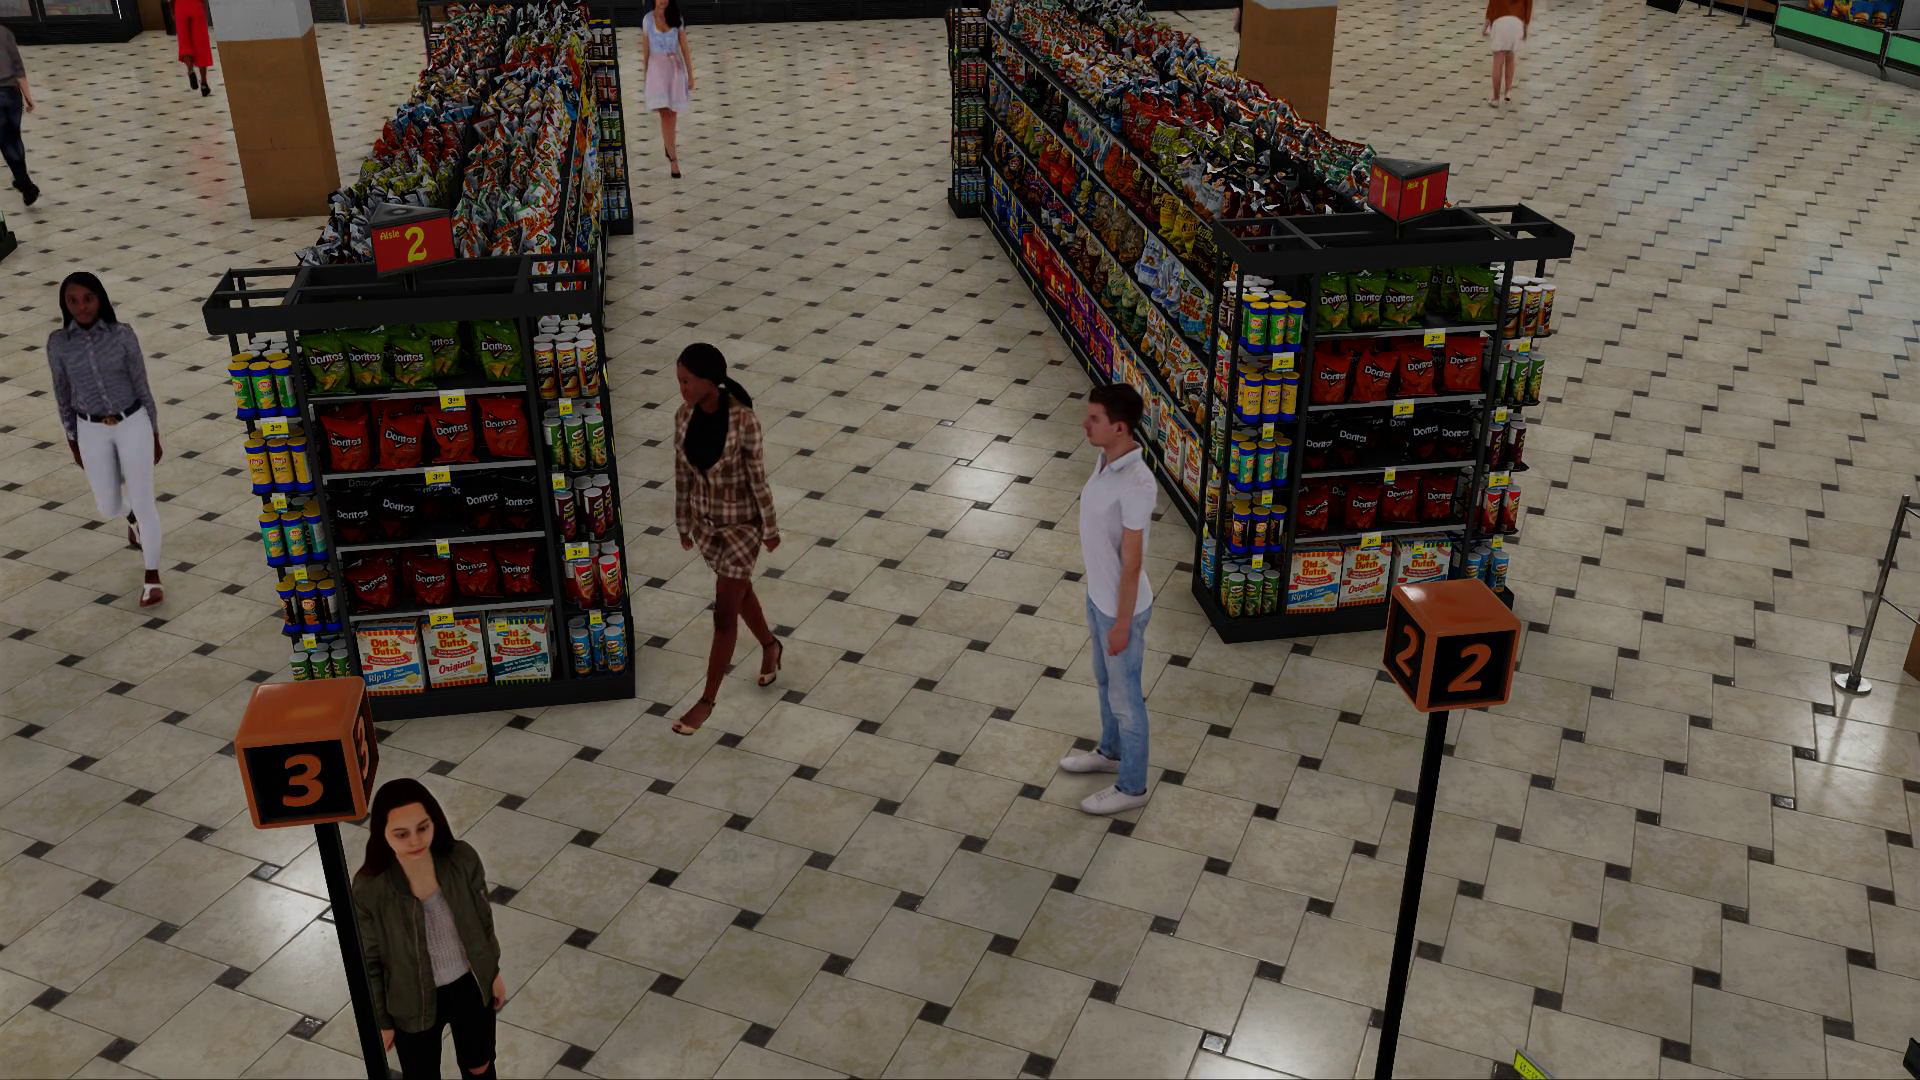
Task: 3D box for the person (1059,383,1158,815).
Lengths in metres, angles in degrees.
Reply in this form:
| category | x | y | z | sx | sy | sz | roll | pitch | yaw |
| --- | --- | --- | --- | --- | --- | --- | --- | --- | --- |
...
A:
| category | x | y | z | sx | sy | sz | roll | pitch | yaw |
| --- | --- | --- | --- | --- | --- | --- | --- | --- | --- |
| person | 0.646 | 0.237 | 6.730 | 0.691 | 1.851 | 0.456 | -5 | 27 | -9 |

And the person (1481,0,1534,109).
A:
| category | x | y | z | sx | sy | sz | roll | pitch | yaw |
| --- | --- | --- | --- | --- | --- | --- | --- | --- | --- |
| person | 6.149 | -5.713 | 18.626 | 0.679 | 1.704 | 0.664 | 0 | 27 | 0 |

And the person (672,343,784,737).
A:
| category | x | y | z | sx | sy | sz | roll | pitch | yaw |
| --- | --- | --- | --- | --- | --- | --- | --- | --- | --- |
| person | -0.995 | -0.042 | 7.408 | 1.012 | 1.736 | 1.168 | 12 | 29 | 22 |

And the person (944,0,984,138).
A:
| category | x | y | z | sx | sy | sz | roll | pitch | yaw |
| --- | --- | --- | --- | --- | --- | --- | --- | --- | --- |
| person | 0.087 | -4.912 | 16.894 | 0.799 | 1.841 | 0.750 | 20 | 33 | 34 |

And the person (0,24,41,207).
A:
| category | x | y | z | sx | sy | sz | roll | pitch | yaw |
| --- | --- | --- | --- | --- | --- | --- | --- | --- | --- |
| person | -8.613 | -3.949 | 14.957 | 1.120 | 1.877 | 1.314 | -24 | 35 | -39 |

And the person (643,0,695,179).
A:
| category | x | y | z | sx | sy | sz | roll | pitch | yaw |
| --- | --- | --- | --- | --- | --- | --- | --- | --- | --- |
| person | -2.833 | -4.428 | 16.028 | 0.785 | 1.762 | 1.254 | -9 | 28 | -18 |

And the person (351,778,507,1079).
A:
| category | x | y | z | sx | sy | sz | roll | pitch | yaw |
| --- | --- | --- | --- | --- | --- | --- | --- | --- | --- |
| person | -1.562 | 1.346 | 4.960 | 0.654 | 1.476 | 0.658 | -19 | 33 | -33 |

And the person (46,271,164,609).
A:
| category | x | y | z | sx | sy | sz | roll | pitch | yaw |
| --- | --- | --- | --- | --- | --- | --- | --- | --- | --- |
| person | -4.258 | -0.536 | 8.414 | 0.673 | 1.708 | 0.963 | -8 | 28 | -16 |

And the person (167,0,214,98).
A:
| category | x | y | z | sx | sy | sz | roll | pitch | yaw |
| --- | --- | --- | --- | --- | --- | --- | --- | --- | --- |
| person | -8.839 | -5.983 | 19.071 | 0.601 | 1.784 | 0.792 | -7 | 28 | -13 |
